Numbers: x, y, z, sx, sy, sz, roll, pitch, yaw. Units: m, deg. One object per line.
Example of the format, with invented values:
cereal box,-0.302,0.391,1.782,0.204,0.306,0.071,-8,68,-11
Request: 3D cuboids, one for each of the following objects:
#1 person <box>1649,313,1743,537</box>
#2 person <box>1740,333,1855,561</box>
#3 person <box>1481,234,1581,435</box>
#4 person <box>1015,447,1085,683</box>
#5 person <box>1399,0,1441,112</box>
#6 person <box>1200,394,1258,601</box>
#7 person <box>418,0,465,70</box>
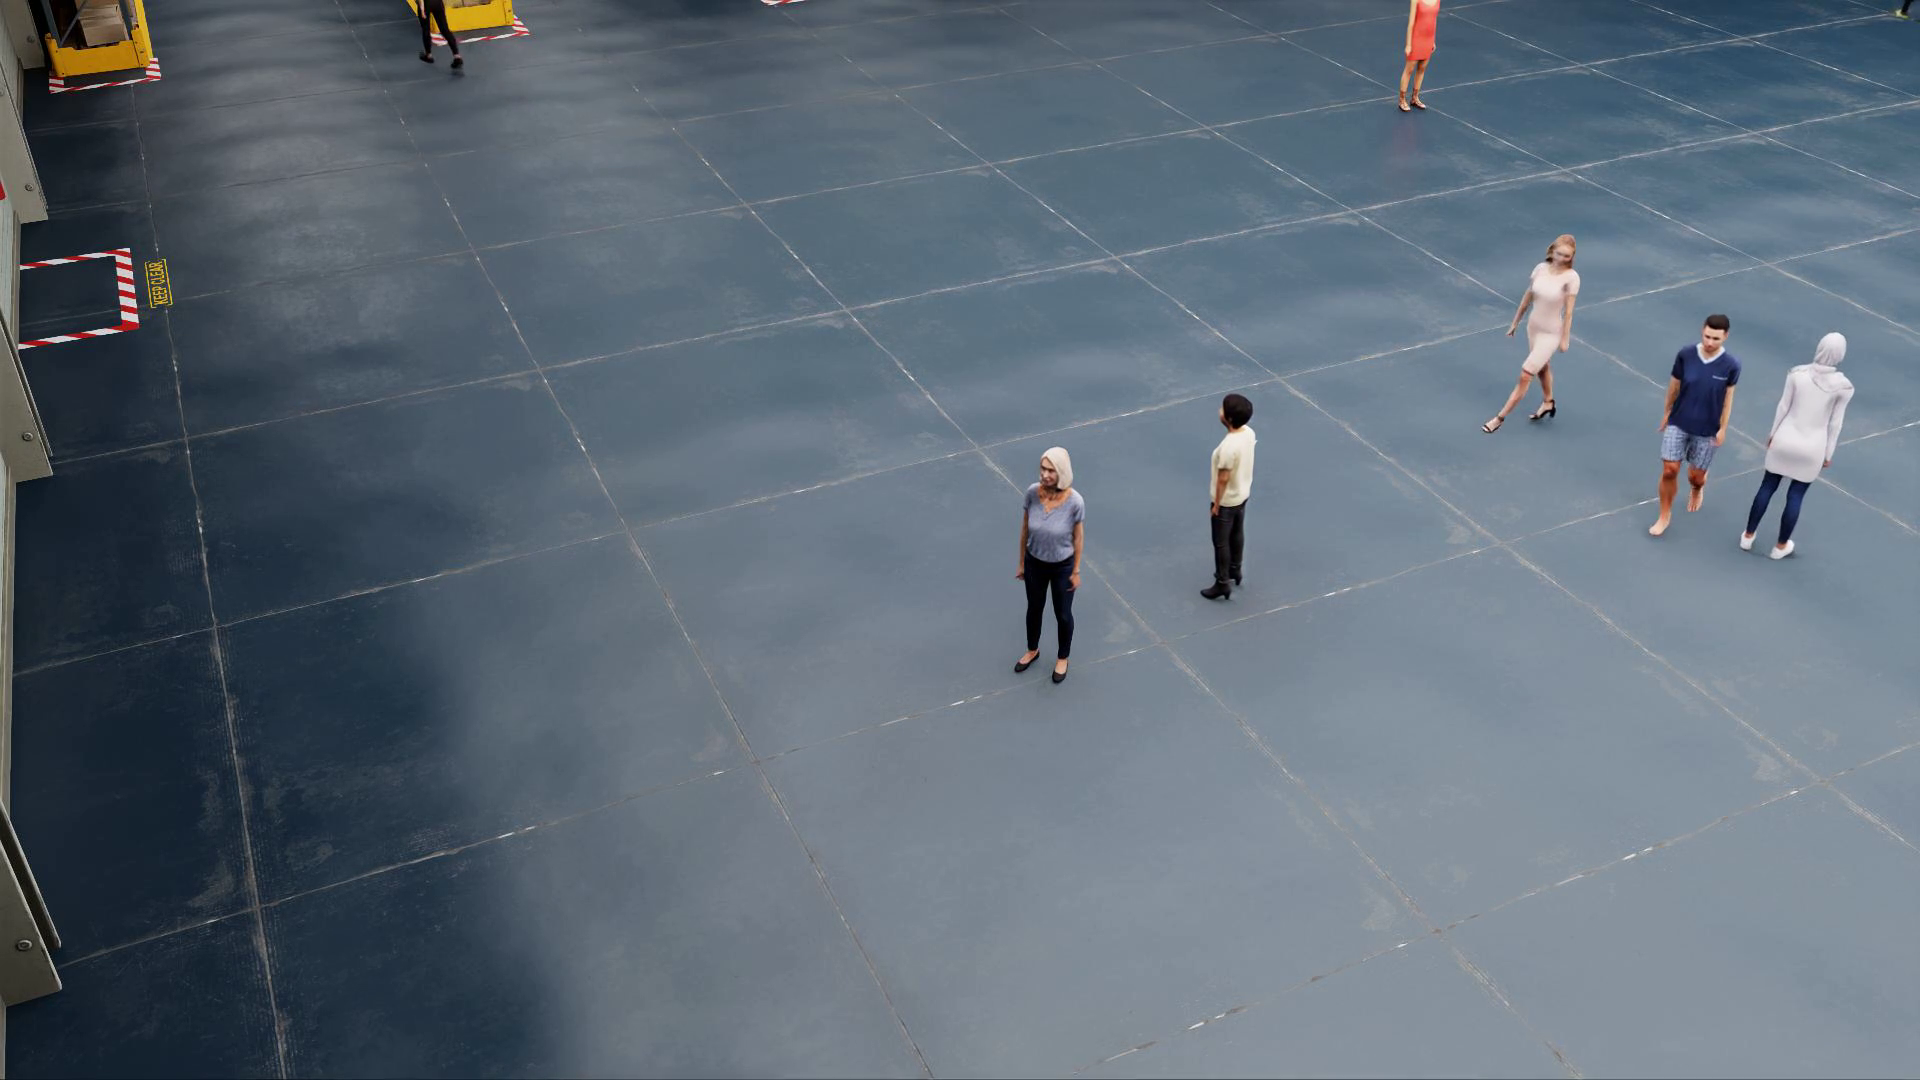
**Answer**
person,5.517,-0.895,12.440,0.914,1.823,0.918,22,39,30
person,6.121,-0.680,12.158,0.640,1.770,0.756,25,41,33
person,4.877,-1.685,13.700,0.724,1.773,1.047,-14,35,-20
person,0.599,0.149,10.927,0.645,1.722,0.723,14,36,20
person,5.752,-6.244,20.760,0.589,1.719,0.499,-14,36,-20
person,1.909,-0.306,11.755,0.657,1.582,0.649,19,38,27
person,-6.952,-7.072,22.072,1.236,1.677,0.932,27,41,34
